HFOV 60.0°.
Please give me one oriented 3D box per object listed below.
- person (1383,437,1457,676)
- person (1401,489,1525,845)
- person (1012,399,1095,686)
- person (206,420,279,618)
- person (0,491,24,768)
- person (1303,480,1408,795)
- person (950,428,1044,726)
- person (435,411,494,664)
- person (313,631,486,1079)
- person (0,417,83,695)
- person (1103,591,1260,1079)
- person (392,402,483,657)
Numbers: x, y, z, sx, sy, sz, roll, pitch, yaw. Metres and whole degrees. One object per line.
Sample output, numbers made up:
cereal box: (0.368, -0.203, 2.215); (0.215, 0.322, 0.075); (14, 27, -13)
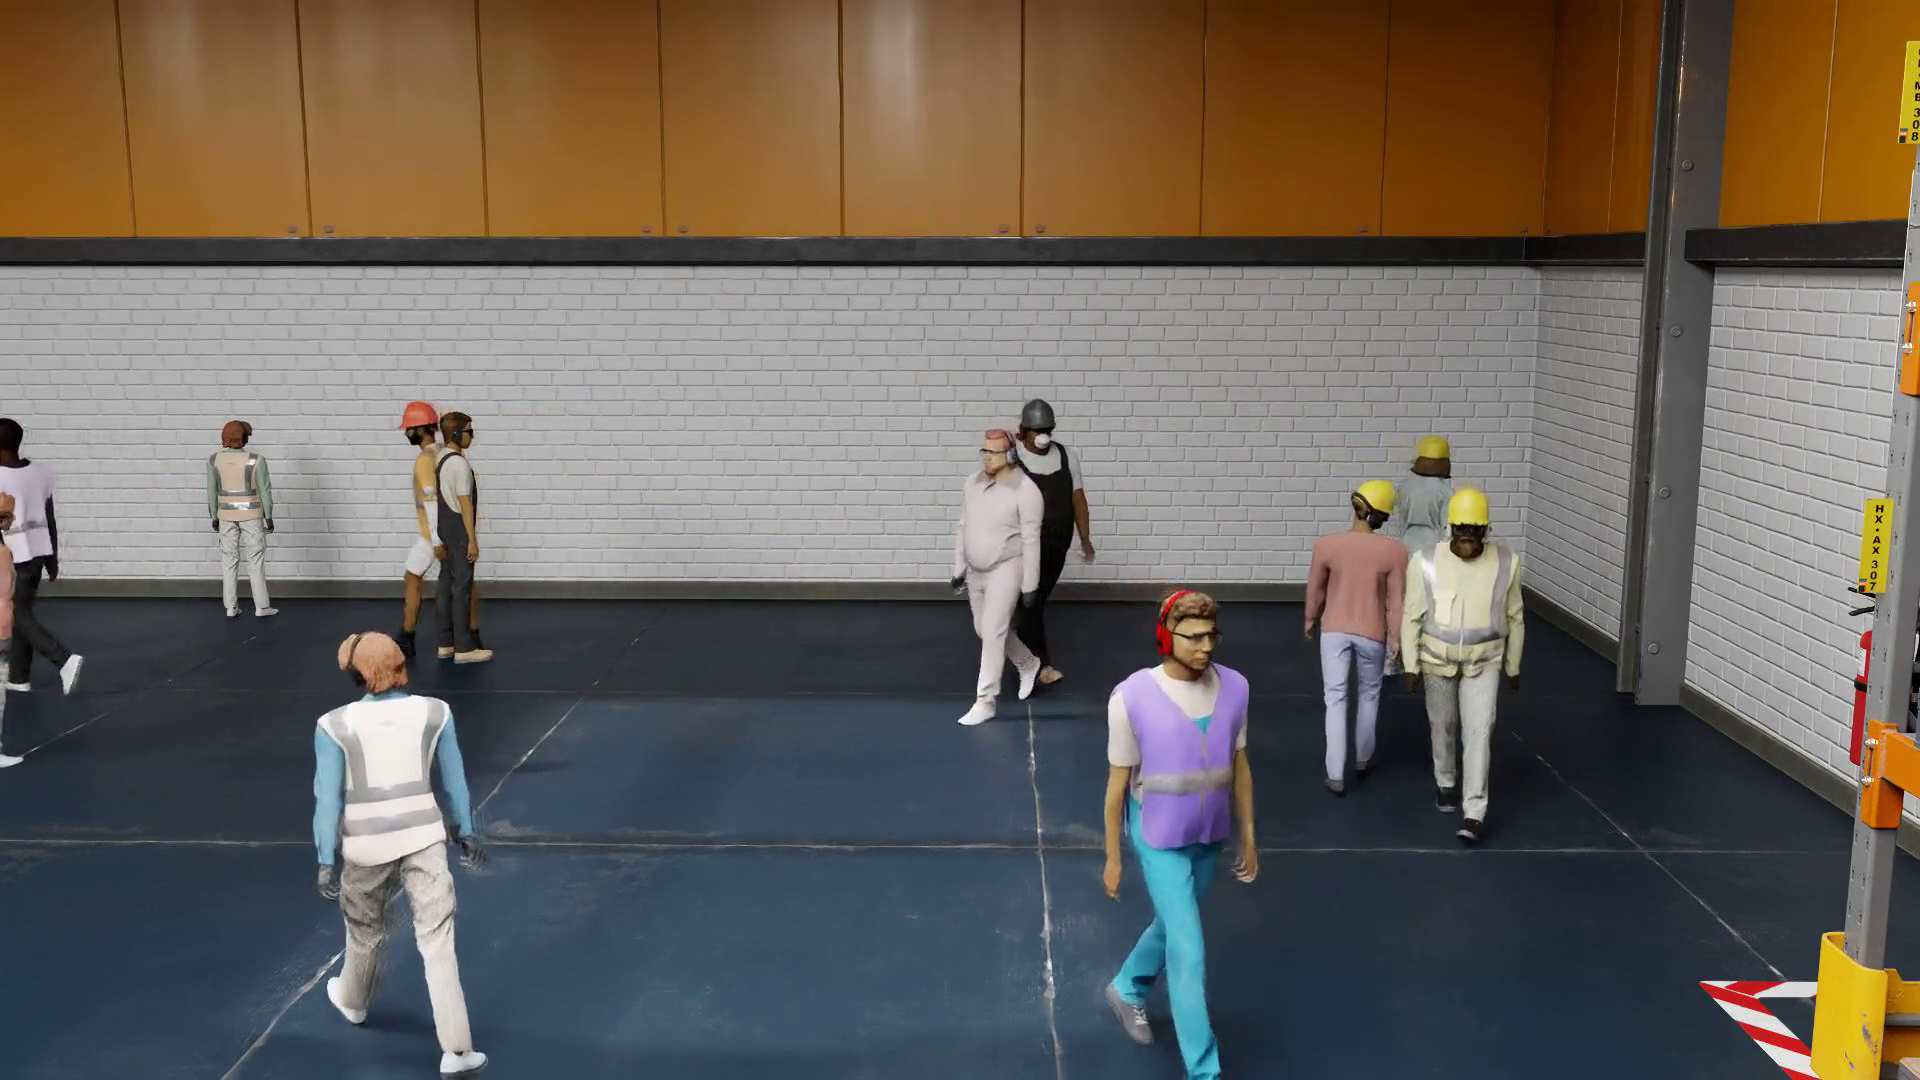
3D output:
person: (3.334, 0.106, 11.873); (0.491, 1.695, 0.905); (9, 13, 42)
person: (2.575, 0.616, 8.560); (0.609, 1.777, 0.949); (3, 10, 18)
person: (0.549, -0.046, 11.750); (0.688, 2.000, 1.016); (-5, 11, -27)
person: (-5.902, -0.166, 13.665); (0.525, 1.639, 0.307); (0, 9, 1)
person: (-5.601, 0.528, 9.561); (0.533, 1.615, 0.405); (8, 12, 39)
person: (2.196, 0.515, 9.288); (0.551, 1.717, 0.762); (2, 10, 14)
person: (0.275, 0.204, 10.727); (0.858, 1.883, 0.637); (-8, 13, -41)
person: (-3.688, -0.021, 12.188); (0.325, 1.842, 0.517); (-9, 13, -43)
person: (-2.064, 1.127, 6.104); (0.578, 1.572, 0.913); (-6, 11, -31)
person: (-6.276, 0.124, 11.177); (0.791, 1.897, 0.595); (2, 10, 15)
person: (0.764, 1.047, 5.896); (0.581, 1.808, 0.930); (-6, 11, -30)
person: (-3.984, -0.074, 12.340); (0.880, 1.900, 0.554); (1, 10, 7)
